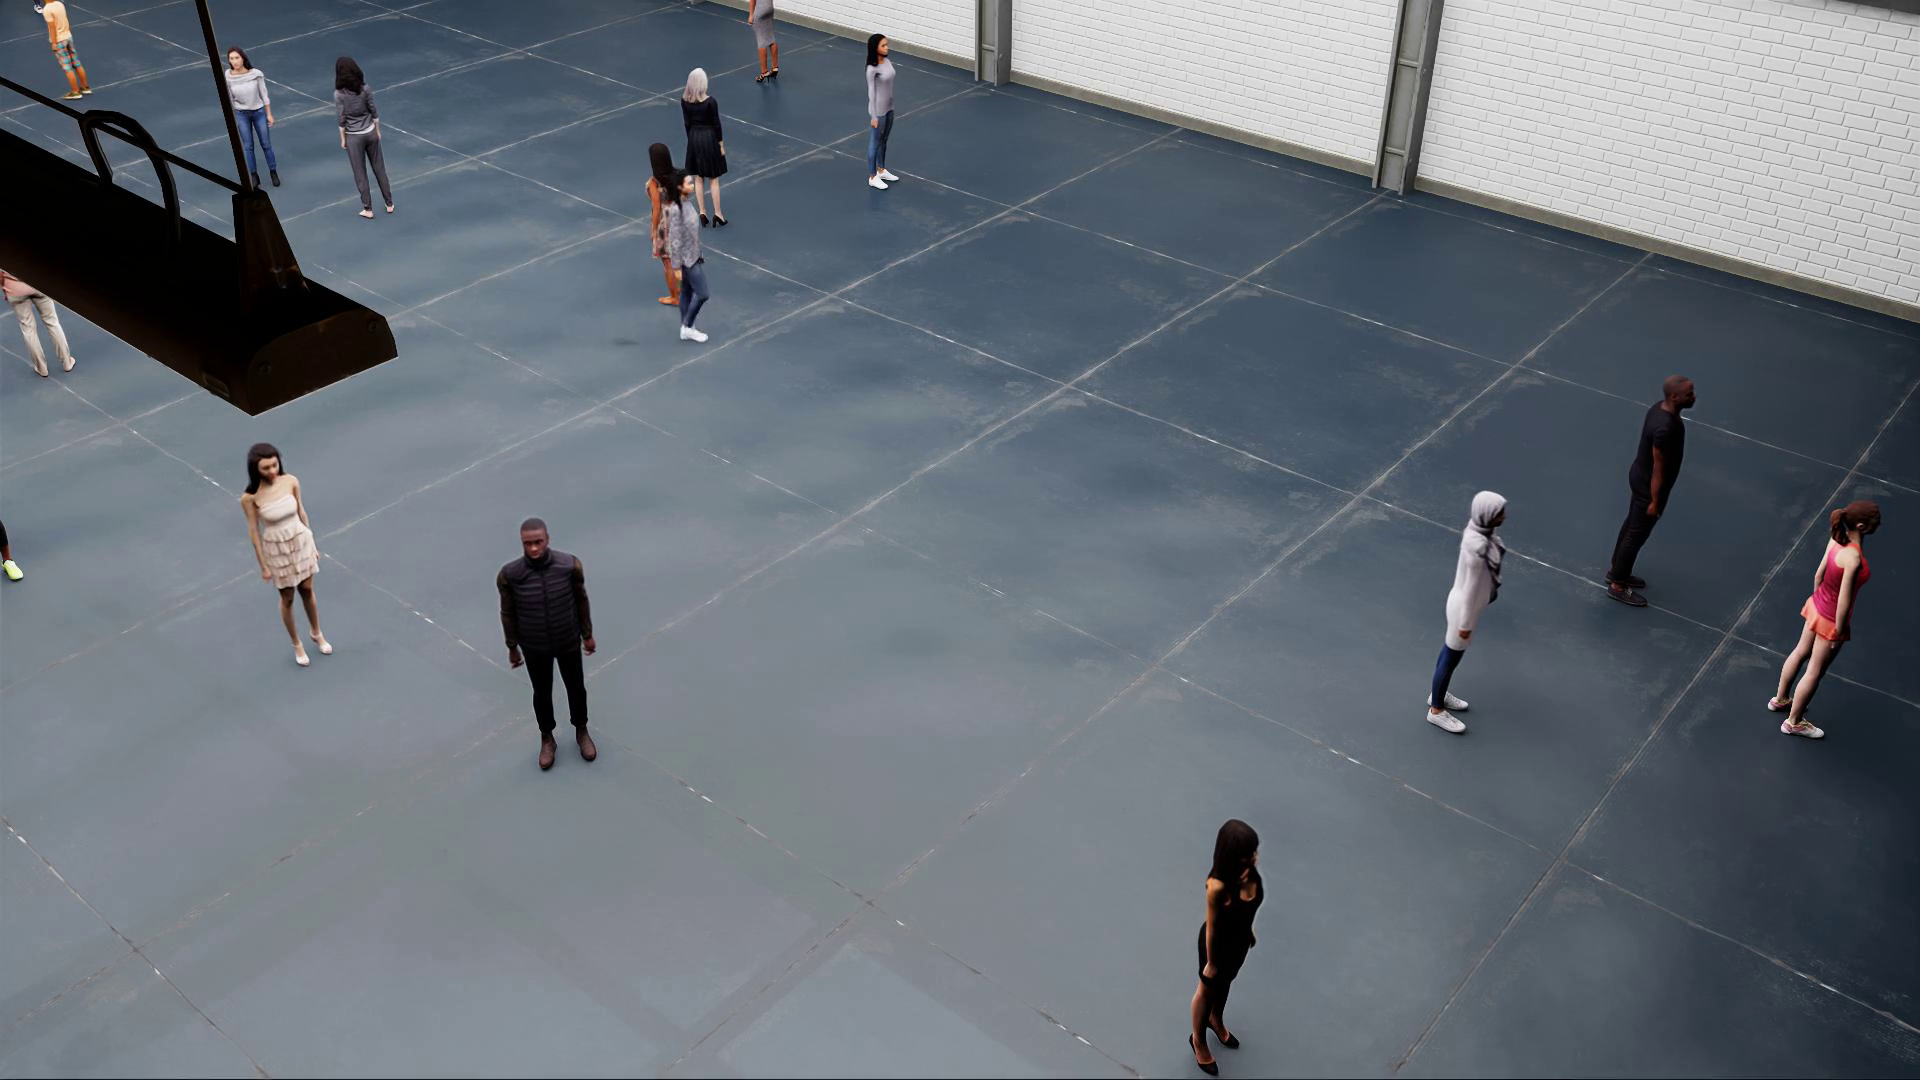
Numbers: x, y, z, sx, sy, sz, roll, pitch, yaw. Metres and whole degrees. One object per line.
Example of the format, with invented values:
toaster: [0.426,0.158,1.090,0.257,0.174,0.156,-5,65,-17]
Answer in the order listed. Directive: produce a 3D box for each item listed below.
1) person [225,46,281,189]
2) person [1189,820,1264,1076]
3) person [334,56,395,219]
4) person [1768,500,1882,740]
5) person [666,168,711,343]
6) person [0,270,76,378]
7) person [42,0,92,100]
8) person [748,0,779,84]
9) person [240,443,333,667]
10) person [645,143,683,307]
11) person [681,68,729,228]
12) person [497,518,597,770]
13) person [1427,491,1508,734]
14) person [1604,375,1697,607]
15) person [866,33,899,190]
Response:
person: [-8.079,-4.826,18.958,0.682,1.631,0.684,-11,35,-16]
person: [1.358,2.067,8.570,0.469,1.650,0.555,26,41,33]
person: [-6.560,-4.412,18.215,0.642,1.764,0.581,-23,40,-31]
person: [5.660,0.491,10.848,0.710,1.753,0.665,2,34,3]
person: [-2.655,-2.648,15.597,0.796,1.724,0.764,3,34,5]
person: [-8.470,-2.307,15.082,0.663,1.726,0.632,-19,38,-26]
person: [-11.677,-6.500,21.631,0.615,1.461,0.600,6,34,8]
person: [-2.619,-6.993,22.083,0.508,1.781,0.586,24,41,32]
person: [-4.639,0.090,11.464,0.527,1.739,0.574,27,42,35]
person: [-2.877,-3.116,16.373,0.598,1.644,0.692,17,37,23]
person: [-2.754,-4.232,17.960,0.641,1.747,0.746,8,34,12]
person: [-2.588,0.640,10.551,0.776,1.835,0.774,-10,35,-15]
person: [3.313,0.446,10.896,0.624,1.775,0.662,14,36,20]
person: [5.017,-0.384,12.106,0.694,1.819,0.738,11,35,16]
person: [-0.915,-4.914,18.996,0.608,1.735,0.662,15,36,21]
